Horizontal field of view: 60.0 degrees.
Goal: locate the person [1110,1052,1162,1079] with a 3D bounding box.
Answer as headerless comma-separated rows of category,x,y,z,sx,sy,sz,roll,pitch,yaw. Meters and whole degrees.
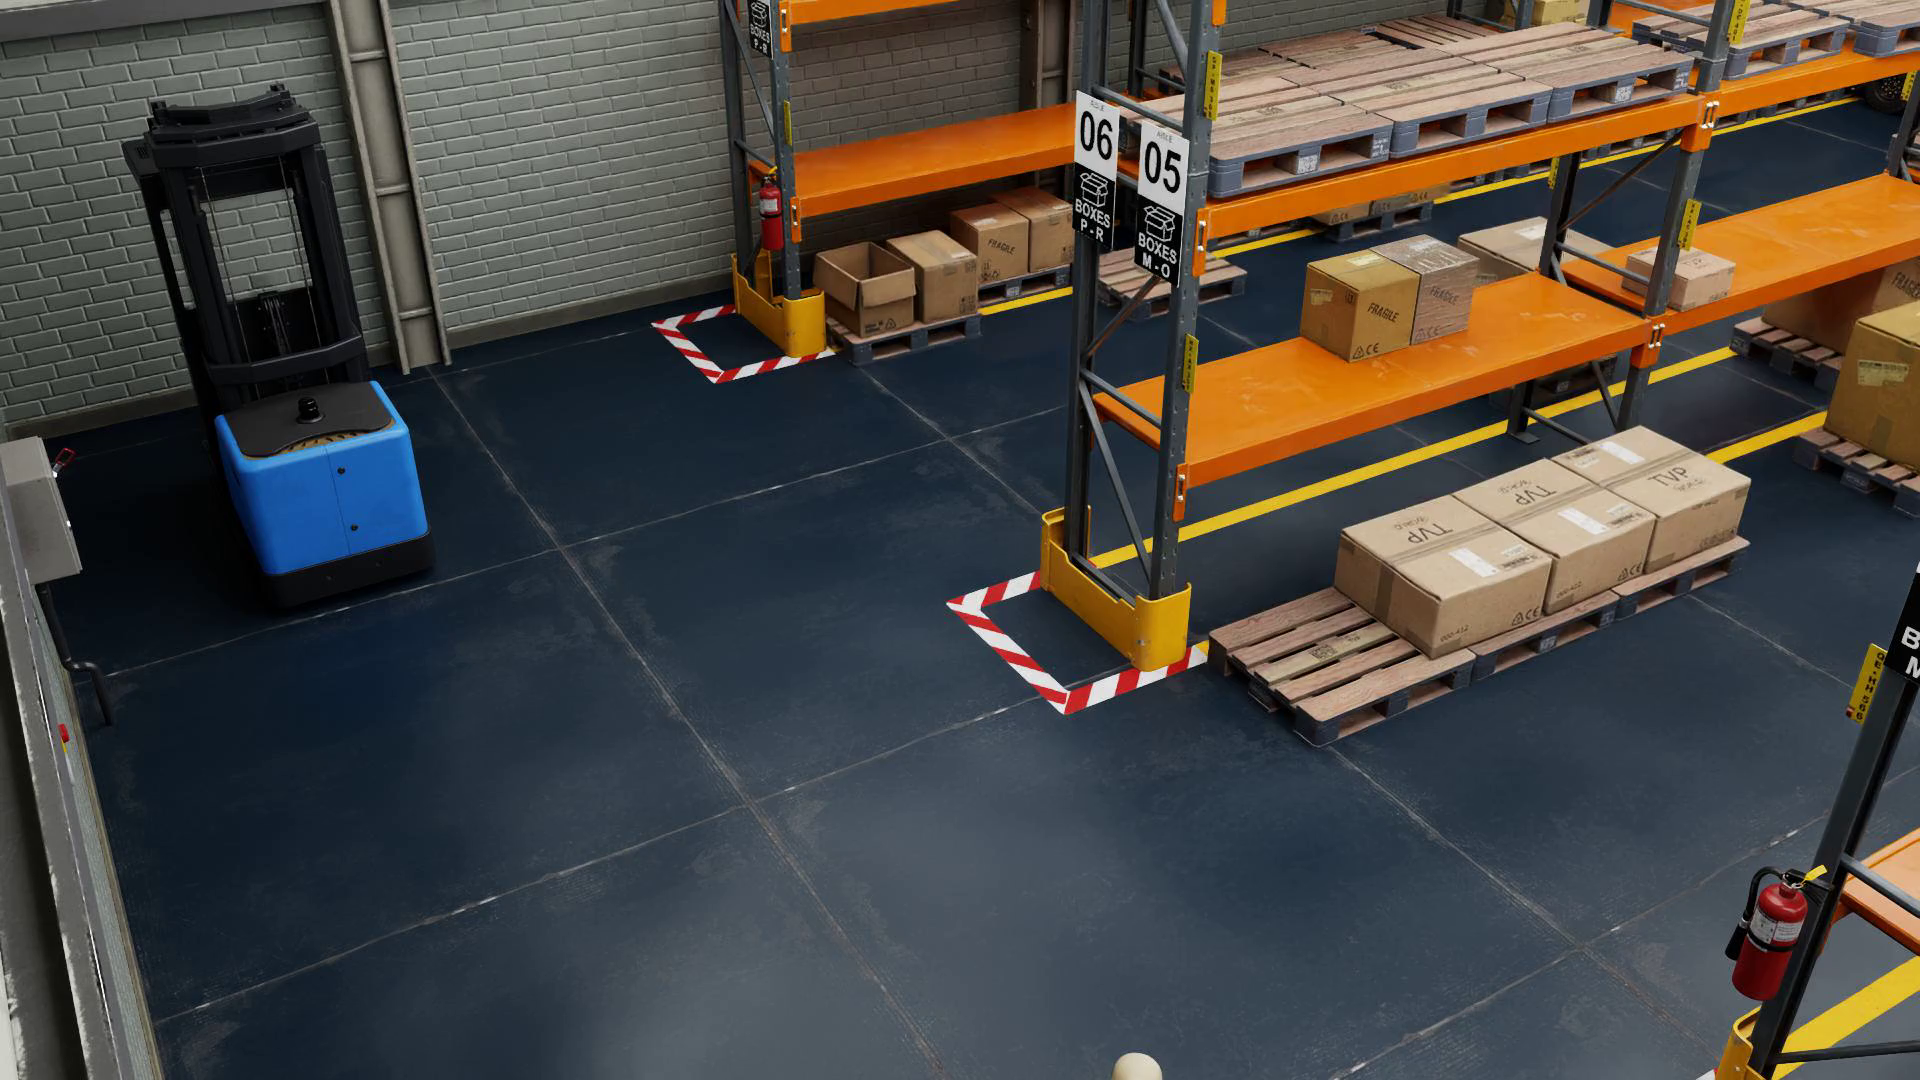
person,0.546,2.370,5.653,0.592,1.800,0.395,5,32,7

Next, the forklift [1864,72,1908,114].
forklift,11.468,-5.645,18.244,1.214,2.155,2.313,-17,36,-26

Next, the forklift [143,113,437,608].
forklift,-4.289,-1.259,10.509,1.129,2.768,1.873,-17,36,-26
